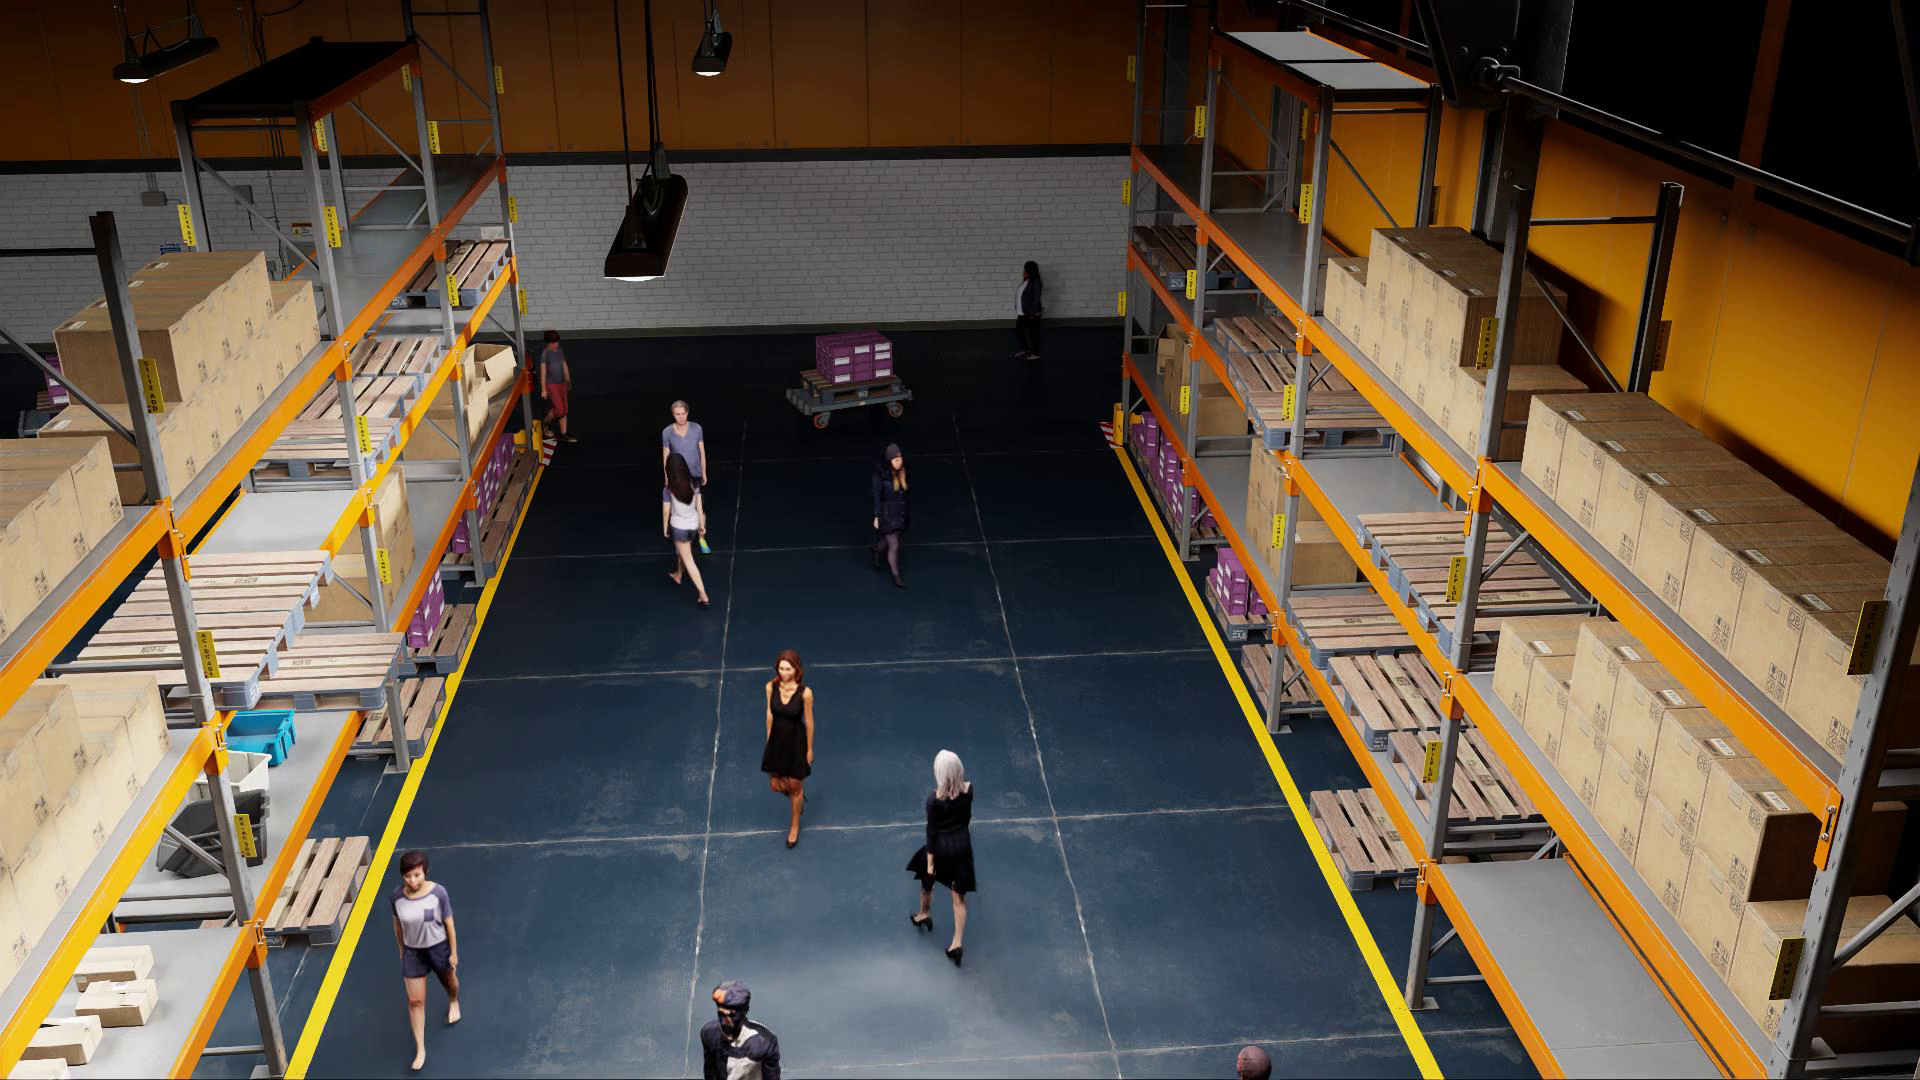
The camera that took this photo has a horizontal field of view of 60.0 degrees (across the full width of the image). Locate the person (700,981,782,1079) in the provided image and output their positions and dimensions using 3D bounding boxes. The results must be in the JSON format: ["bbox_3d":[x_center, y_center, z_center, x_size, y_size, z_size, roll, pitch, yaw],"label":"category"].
[{"bbox_3d":[-1.245,3.391,9.929,0.983,1.861,1.260,7,25,15],"label":"person"}]

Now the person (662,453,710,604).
[{"bbox_3d":[-2.974,-0.082,18.138,1.051,1.650,1.224,-18,29,-35],"label":"person"}]

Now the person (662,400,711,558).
[{"bbox_3d":[-3.182,-0.735,19.339,0.699,1.884,0.663,-8,25,-18],"label":"person"}]

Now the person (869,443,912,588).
[{"bbox_3d":[-0.812,-0.308,18.656,0.996,1.650,1.122,-19,30,-36],"label":"person"}]

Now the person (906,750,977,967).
[{"bbox_3d":[-0.041,2.389,12.391,0.871,1.726,1.020,-14,27,-29],"label":"person"}]

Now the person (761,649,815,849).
[{"bbox_3d":[-1.383,1.703,13.832,0.719,1.828,0.810,6,24,14],"label":"person"}]

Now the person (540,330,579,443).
[{"bbox_3d":[-5.606,-2.107,22.793,0.929,1.633,0.870,12,26,25],"label":"person"}]

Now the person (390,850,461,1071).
[{"bbox_3d":[-3.710,2.821,11.656,0.586,1.522,0.950,-3,24,-6],"label":"person"}]

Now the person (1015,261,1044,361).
[{"bbox_3d":[1.182,-3.637,26.351,0.846,1.585,0.739,-13,27,-27],"label":"person"}]
